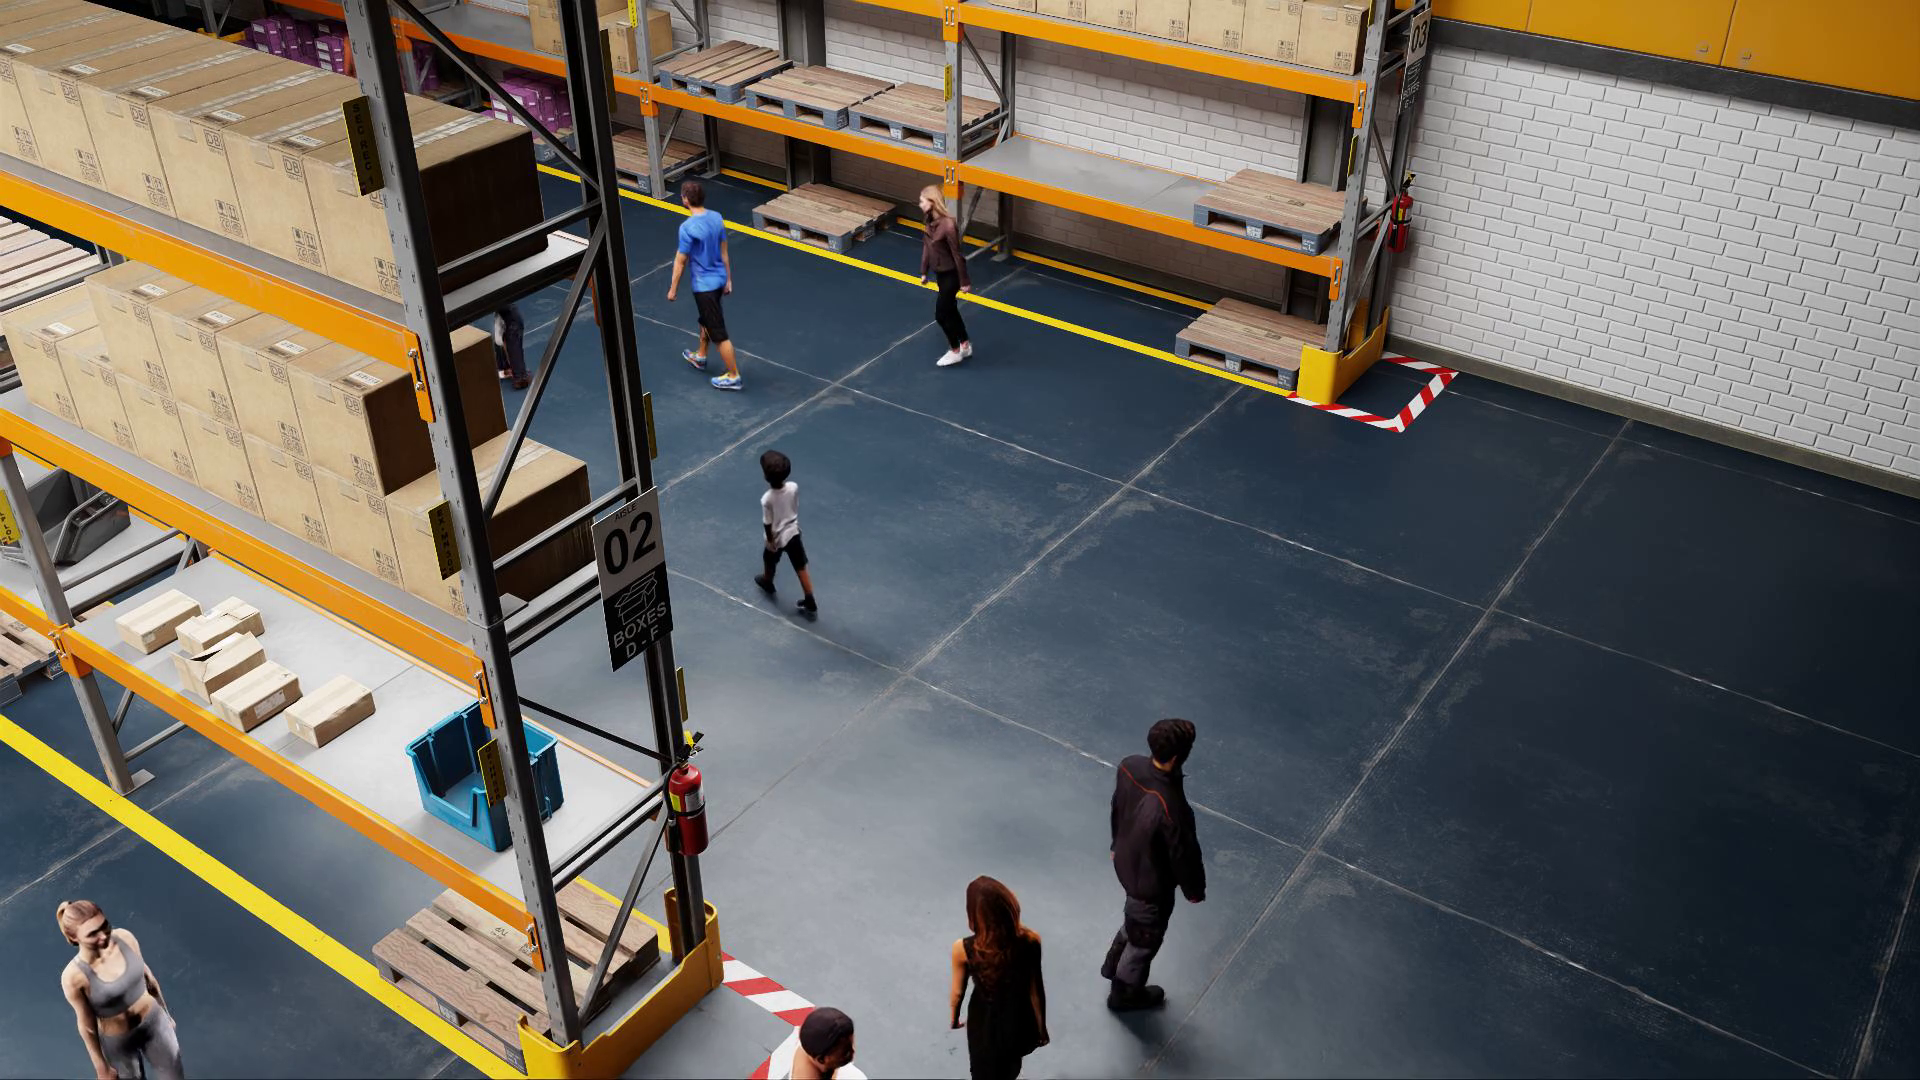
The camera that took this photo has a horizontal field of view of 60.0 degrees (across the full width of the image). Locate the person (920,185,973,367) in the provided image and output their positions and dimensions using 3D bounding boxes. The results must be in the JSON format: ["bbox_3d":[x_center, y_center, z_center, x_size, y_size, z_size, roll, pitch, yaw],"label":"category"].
[{"bbox_3d":[-0.043,-2.328,14.725,0.839,1.661,0.776,-21,39,-28],"label":"person"}]

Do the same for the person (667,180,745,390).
[{"bbox_3d":[-2.077,-2.146,14.303,1.020,1.826,0.655,16,37,23],"label":"person"}]

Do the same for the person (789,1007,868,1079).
[{"bbox_3d":[-0.562,2.649,7.211,0.799,1.691,0.763,-1,34,-1],"label":"person"}]

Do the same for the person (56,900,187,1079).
[{"bbox_3d":[-3.904,2.299,7.742,1.006,1.687,0.690,13,36,19],"label":"person"}]

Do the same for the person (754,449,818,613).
[{"bbox_3d":[-1.197,-0.041,11.666,0.663,1.239,0.927,-23,40,-30],"label":"person"}]

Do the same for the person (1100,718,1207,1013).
[{"bbox_3d":[0.877,1.697,8.426,0.892,1.933,0.798,-14,36,-20],"label":"person"}]

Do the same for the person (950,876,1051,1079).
[{"bbox_3d":[0.199,2.337,7.582,0.973,1.800,1.028,-4,34,-6],"label":"person"}]
